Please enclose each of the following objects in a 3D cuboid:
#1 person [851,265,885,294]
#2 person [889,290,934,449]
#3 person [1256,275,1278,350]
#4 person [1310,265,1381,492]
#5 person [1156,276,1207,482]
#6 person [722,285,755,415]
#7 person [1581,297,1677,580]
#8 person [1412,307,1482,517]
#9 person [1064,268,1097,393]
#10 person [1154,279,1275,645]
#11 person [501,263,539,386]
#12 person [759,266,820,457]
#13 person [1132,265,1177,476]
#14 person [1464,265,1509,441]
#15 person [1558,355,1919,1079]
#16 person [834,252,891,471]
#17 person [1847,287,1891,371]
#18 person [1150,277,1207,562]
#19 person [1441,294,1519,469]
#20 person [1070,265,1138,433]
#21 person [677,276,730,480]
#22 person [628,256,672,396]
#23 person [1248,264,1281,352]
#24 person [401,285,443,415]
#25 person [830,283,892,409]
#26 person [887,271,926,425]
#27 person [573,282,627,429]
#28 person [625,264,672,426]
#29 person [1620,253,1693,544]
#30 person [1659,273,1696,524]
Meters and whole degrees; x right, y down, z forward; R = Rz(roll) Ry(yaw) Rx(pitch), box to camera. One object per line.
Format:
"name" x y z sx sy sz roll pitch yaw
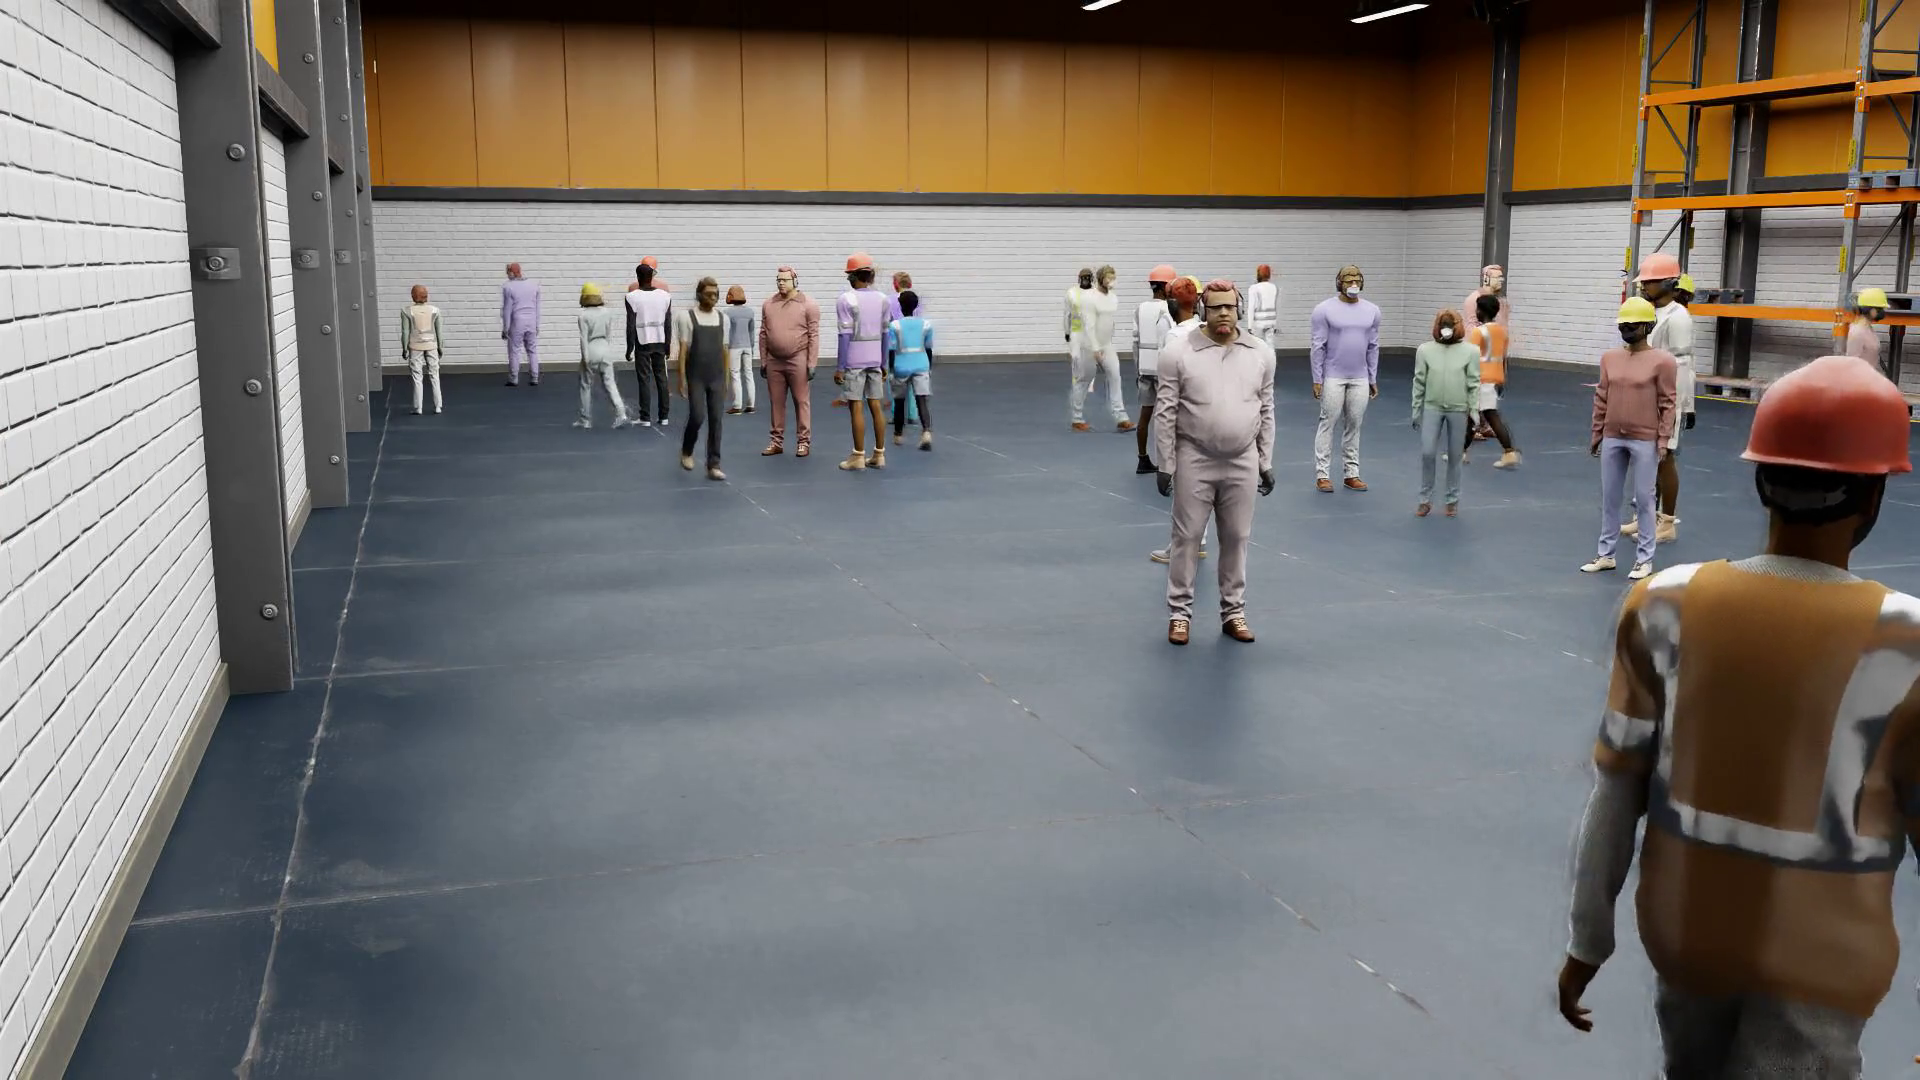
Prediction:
"person" -1.325 -2.979 23.614 0.551 1.910 0.845 -4 11 -24
"person" -0.507 -1.778 17.387 0.534 1.664 0.856 -3 10 -18
"person" 5.487 -4.036 30.061 0.600 1.789 0.781 7 12 37
"person" 3.301 -1.377 14.253 0.631 1.940 0.372 -2 10 -13
"person" 2.024 -1.433 14.871 0.590 1.837 0.404 -7 12 -33
"person" -2.809 -2.403 21.074 0.501 1.632 0.280 -10 14 -44
"person" 4.214 -0.637 10.469 0.312 1.767 0.533 -8 12 -37
"person" 3.755 -0.983 12.865 0.513 1.629 0.326 4 10 21
"person" 1.844 -3.080 24.447 0.640 1.830 0.546 0 10 1
"person" 1.341 -0.400 8.691 0.651 1.906 0.403 -1 10 -7
"person" -6.749 -3.283 25.492 0.430 1.889 0.663 9 13 41
"person" -1.732 -1.787 16.720 0.642 1.909 0.410 3 10 16
"person" 1.831 -1.554 15.292 0.376 1.933 0.544 -8 13 -39
"person" 5.791 -2.048 18.216 0.642 1.913 0.408 -7 12 -37
"person" 1.304 0.650 2.699 1.010 1.884 0.580 -9 13 -42
"person" -0.936 -1.666 15.620 0.615 2.041 0.385 -9 13 -42
"person" 7.743 -1.313 14.436 0.581 1.753 0.532 9 13 42
"person" 1.478 -0.786 10.985 0.356 1.885 0.573 6 12 32
"person" 5.014 -1.507 15.845 0.539 1.656 0.865 -9 14 -44
"person" 1.636 -2.136 18.771 0.650 1.895 0.956 -9 13 -42
"person" -2.318 -1.460 15.022 0.518 1.833 0.524 -6 11 -31
"person" -4.396 -3.035 23.680 0.608 1.996 0.379 0 10 1
"person" 4.601 -3.300 25.616 0.612 1.852 0.853 -4 10 -21
"person" -6.798 -2.400 21.037 0.525 1.639 0.307 -6 12 -33
"person" -1.193 -2.649 21.799 1.061 1.883 0.634 6 11 30
"person" -0.650 -2.275 19.785 0.585 1.823 0.458 -5 11 -27
"person" -4.187 -2.136 19.298 0.473 1.701 0.819 -9 14 -43
"person" -3.681 -2.303 19.686 0.590 1.915 0.392 -8 12 -37
"person" 4.888 -0.992 11.725 0.396 2.038 0.615 0 10 2
"person" 5.327 -1.060 12.539 0.466 1.893 0.668 -1 10 -5
